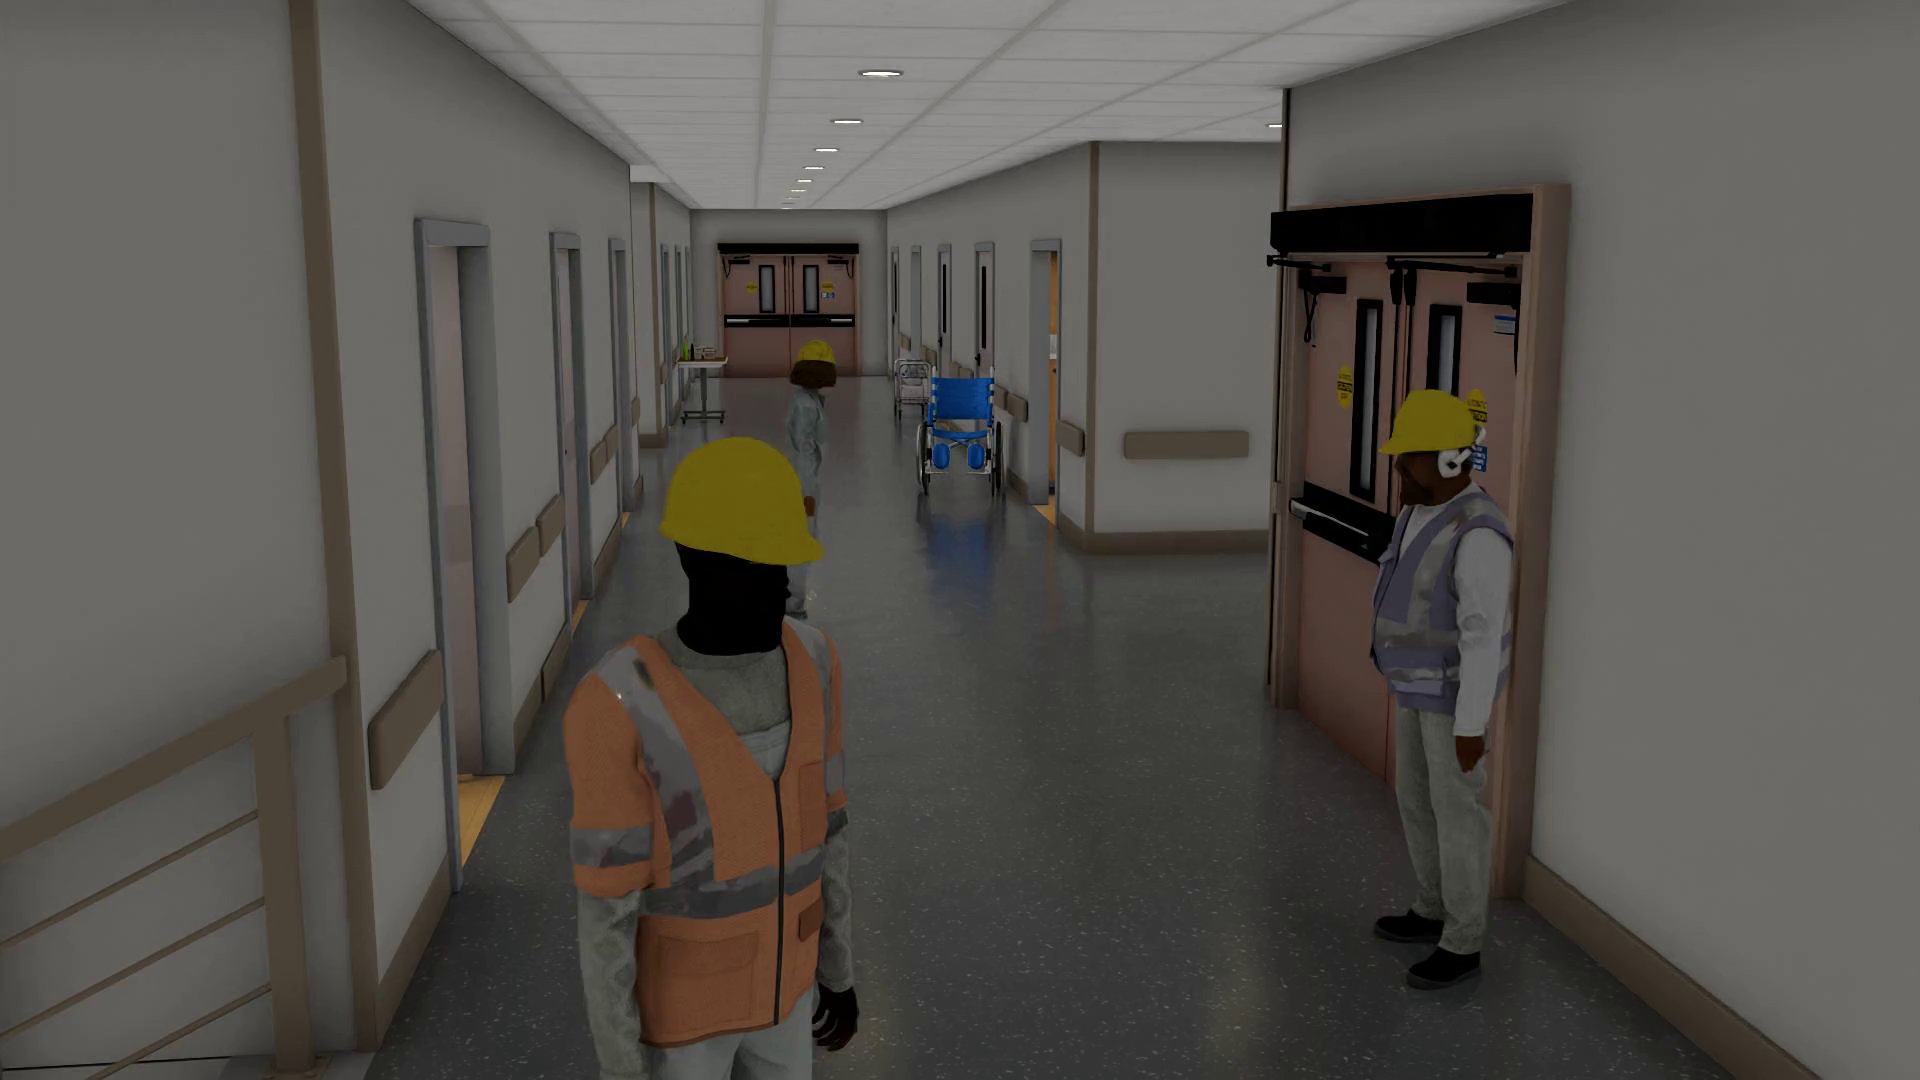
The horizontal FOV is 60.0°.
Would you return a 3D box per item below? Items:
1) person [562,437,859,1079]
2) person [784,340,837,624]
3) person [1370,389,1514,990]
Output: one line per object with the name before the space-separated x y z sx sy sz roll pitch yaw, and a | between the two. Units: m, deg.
person | -0.391 0.775 2.887 0.397 1.920 0.586 8 13 39
person | -0.903 -0.288 9.663 0.393 1.723 0.619 0 10 -2
person | 1.457 0.446 5.103 0.414 1.818 0.646 0 10 -2
